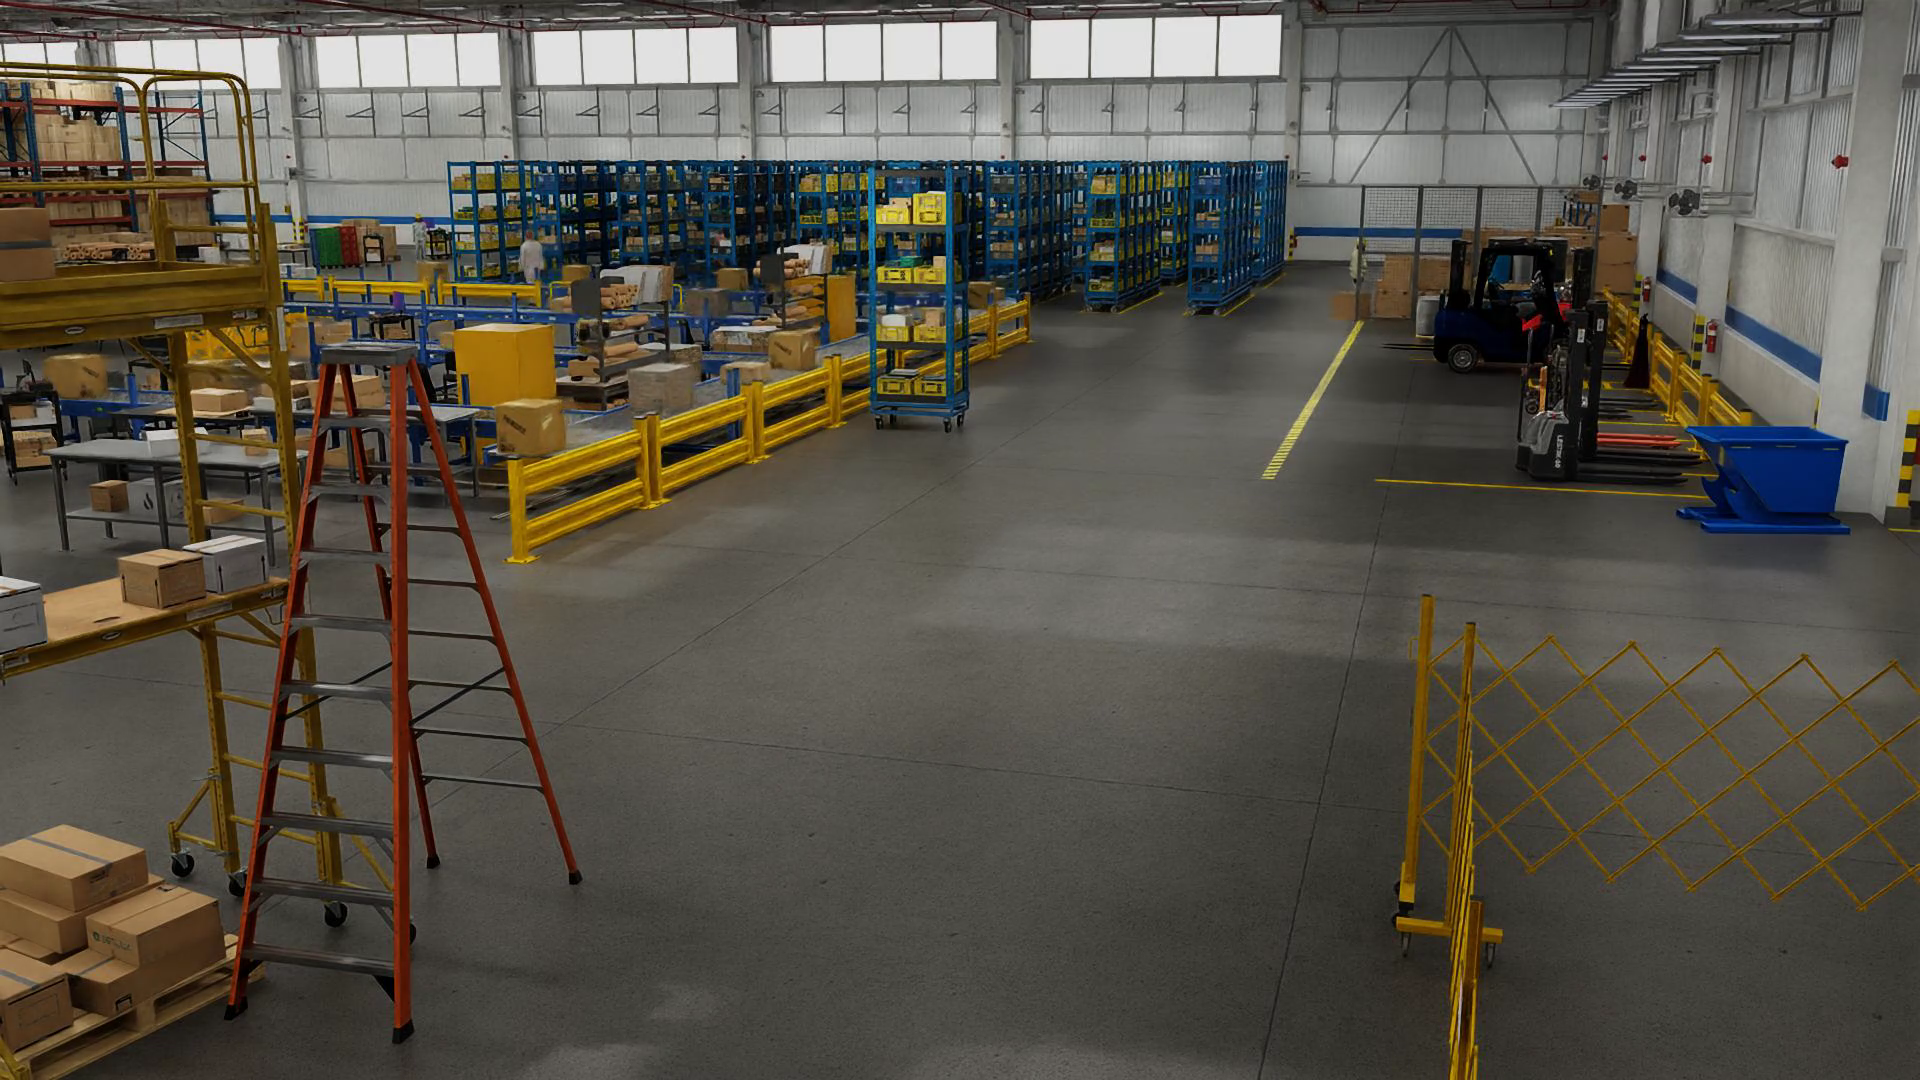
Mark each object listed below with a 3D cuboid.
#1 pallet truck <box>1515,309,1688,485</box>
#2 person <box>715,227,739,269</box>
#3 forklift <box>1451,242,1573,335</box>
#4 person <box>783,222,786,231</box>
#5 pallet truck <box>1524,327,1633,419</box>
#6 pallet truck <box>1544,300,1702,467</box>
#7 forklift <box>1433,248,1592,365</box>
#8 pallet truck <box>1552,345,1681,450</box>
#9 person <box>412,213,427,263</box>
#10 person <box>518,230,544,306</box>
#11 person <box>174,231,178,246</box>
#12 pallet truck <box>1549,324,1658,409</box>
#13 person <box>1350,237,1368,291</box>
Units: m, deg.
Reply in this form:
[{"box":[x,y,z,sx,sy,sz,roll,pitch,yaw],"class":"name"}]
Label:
[{"box":[7.554,-1.677,19.446,1.885,1.965,0.823,3,13,14],"class":"pallet truck"},{"box":[-6.471,-7.808,46.057,0.614,1.950,1.029,3,13,11],"class":"person"},{"box":[10.464,-4.597,31.405,2.680,1.987,1.157,4,14,16],"class":"forklift"},{"box":[-5.242,-8.663,49.983,0.618,1.827,0.539,-2,13,-6],"class":"person"},{"box":[9.065,-2.460,24.370,1.522,1.261,0.704,3,13,14],"class":"pallet truck"},{"box":[8.263,-1.952,20.631,1.885,1.965,0.823,5,14,20],"class":"pallet truck"},{"box":[9.780,-4.111,29.280,2.680,1.987,1.157,3,13,14],"class":"forklift"},{"box":[8.641,-1.896,21.908,1.630,1.274,0.653,4,14,16],"class":"pallet truck"},{"box":[-19.164,-10.712,59.027,0.492,1.742,0.324,-4,14,-17],"class":"person"},{"box":[-10.916,-6.892,42.193,0.465,1.890,0.677,10,16,37],"class":"person"},{"box":[-24.498,-9.048,51.424,0.601,1.940,0.411,-6,14,-24],"class":"person"},{"box":[9.824,-2.669,25.407,1.601,1.201,0.680,4,14,16],"class":"pallet truck"},{"box":[9.694,-6.443,40.426,0.404,1.824,0.586,7,15,28],"class":"person"}]
